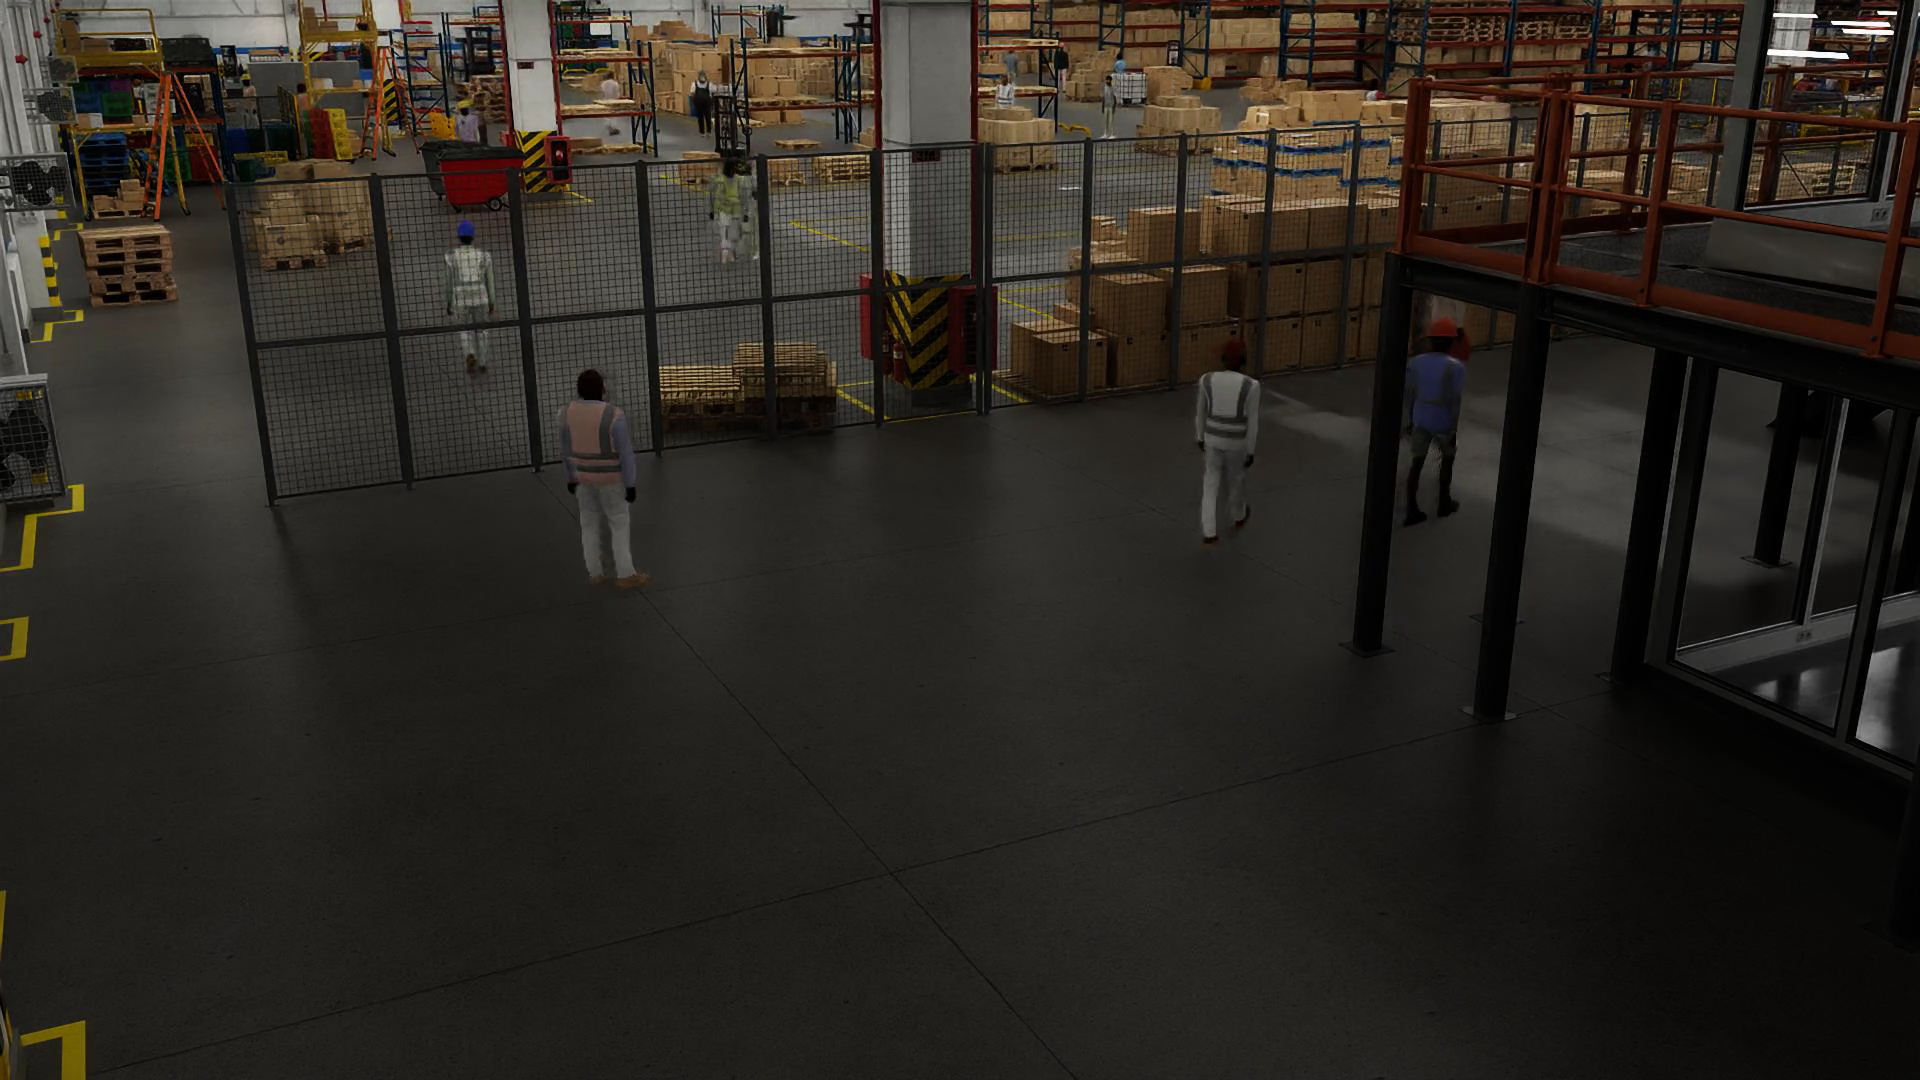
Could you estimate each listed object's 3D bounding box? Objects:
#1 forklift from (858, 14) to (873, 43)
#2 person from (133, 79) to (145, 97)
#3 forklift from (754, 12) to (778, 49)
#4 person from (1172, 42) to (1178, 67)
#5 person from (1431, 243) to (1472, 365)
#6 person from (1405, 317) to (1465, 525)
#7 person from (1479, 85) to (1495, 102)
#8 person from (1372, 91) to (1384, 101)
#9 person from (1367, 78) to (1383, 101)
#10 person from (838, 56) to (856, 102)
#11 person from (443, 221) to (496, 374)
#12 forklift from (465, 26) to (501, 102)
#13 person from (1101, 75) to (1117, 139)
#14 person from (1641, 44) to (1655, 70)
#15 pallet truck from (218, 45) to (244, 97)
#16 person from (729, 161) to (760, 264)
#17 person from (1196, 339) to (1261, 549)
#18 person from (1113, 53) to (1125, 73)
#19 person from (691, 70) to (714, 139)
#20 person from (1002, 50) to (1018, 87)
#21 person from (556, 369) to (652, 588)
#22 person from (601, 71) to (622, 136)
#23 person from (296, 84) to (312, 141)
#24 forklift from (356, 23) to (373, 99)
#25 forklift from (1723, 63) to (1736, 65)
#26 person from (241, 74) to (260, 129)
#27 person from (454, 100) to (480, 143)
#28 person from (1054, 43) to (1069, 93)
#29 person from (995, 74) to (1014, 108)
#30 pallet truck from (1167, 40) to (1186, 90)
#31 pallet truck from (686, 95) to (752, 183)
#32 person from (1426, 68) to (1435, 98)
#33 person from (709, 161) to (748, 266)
[{"bbox_3d":[-4.305,-23.229,78.008,1.129,2.768,1.873,15,24,37],"label":"forklift"},{"bbox_3d":[-25.348,-13.407,51.425,0.522,1.631,0.324,6,20,17],"label":"person"},{"bbox_3d":[-9.221,-24.474,81.615,1.873,2.768,1.129,-9,21,-25],"label":"forklift"},{"bbox_3d":[9.671,-21.414,74.334,0.448,1.823,0.633,-7,20,-20],"label":"person"},{"bbox_3d":[5.745,-2.554,19.429,0.477,1.977,0.651,-7,20,-18],"label":"person"},{"bbox_3d":[4.413,-1.113,15.360,0.563,1.903,0.873,17,25,40],"label":"person"},{"bbox_3d":[15.104,-12.210,47.756,0.538,1.753,0.558,-5,20,-14],"label":"person"},{"bbox_3d":[10.681,-10.514,42.602,0.391,1.923,0.541,-4,19,-11],"label":"person"},{"bbox_3d":[11.584,-11.932,46.648,0.600,1.960,0.374,-12,23,-32],"label":"person"},{"bbox_3d":[-4.184,-16.818,60.903,0.635,1.892,0.976,-13,23,-34],"label":"person"},{"bbox_3d":[-6.146,-3.029,20.884,0.630,1.927,0.459,-8,21,-23],"label":"person"},{"bbox_3d":[-17.688,-17.560,61.573,1.129,2.768,1.873,-14,24,-36],"label":"forklift"},{"bbox_3d":[4.462,-12.958,49.780,0.516,1.860,0.325,16,25,39],"label":"person"},{"bbox_3d":[30.465,-21.126,73.716,0.553,1.683,0.372,11,22,30],"label":"person"},{"bbox_3d":[-28.879,-18.665,66.111,0.823,1.965,1.885,-3,19,-9],"label":"pallet truck"},{"bbox_3d":[-3.763,-5.720,28.881,0.572,1.800,1.020,11,22,29],"label":"person"},{"bbox_3d":[2.386,-0.891,14.832,0.597,1.828,0.993,9,21,24],"label":"person"},{"bbox_3d":[6.390,-18.579,66.388,0.524,1.648,0.900,-18,26,-42],"label":"person"},{"bbox_3d":[-7.715,-13.083,49.862,0.696,2.000,1.054,-2,19,-5],"label":"person"},{"bbox_3d":[1.969,-18.563,65.948,0.633,1.916,0.743,-2,19,-6],"label":"person"},{"bbox_3d":[-2.928,-0.497,13.737,0.735,1.828,0.431,5,20,15],"label":"person"},{"bbox_3d":[-10.588,-13.339,50.781,0.660,1.921,0.545,8,21,23],"label":"person"},{"bbox_3d":[-19.342,-12.575,48.975,0.881,1.640,0.549,10,22,28],"label":"person"},{"bbox_3d":[-23.081,-18.778,65.104,1.129,2.768,1.873,13,23,33],"label":"forklift"},{"bbox_3d":[32.437,-19.937,68.463,1.129,2.768,1.873,-16,25,-38],"label":"forklift"},{"bbox_3d":[-21.023,-12.829,49.296,0.585,1.929,0.370,18,26,42],"label":"person"},{"bbox_3d":[-11.923,-9.700,40.332,0.601,1.888,0.992,6,20,17],"label":"person"},{"bbox_3d":[4.127,-19.198,67.658,0.624,1.992,0.386,6,20,16],"label":"person"},{"bbox_3d":[1.324,-12.963,49.750,0.584,1.882,0.337,7,20,19],"label":"person"},{"bbox_3d":[9.045,-19.971,69.895,0.823,1.965,1.885,-3,19,-8],"label":"pallet truck"},{"bbox_3d":[-5.836,-9.608,39.856,0.823,1.965,1.885,10,22,27],"label":"pallet truck"},{"bbox_3d":[16.090,-15.374,57.110,0.523,1.638,0.310,-17,25,-40],"label":"person"},{"bbox_3d":[-3.937,-5.625,28.592,0.649,1.807,0.768,-9,21,-25],"label":"person"}]
